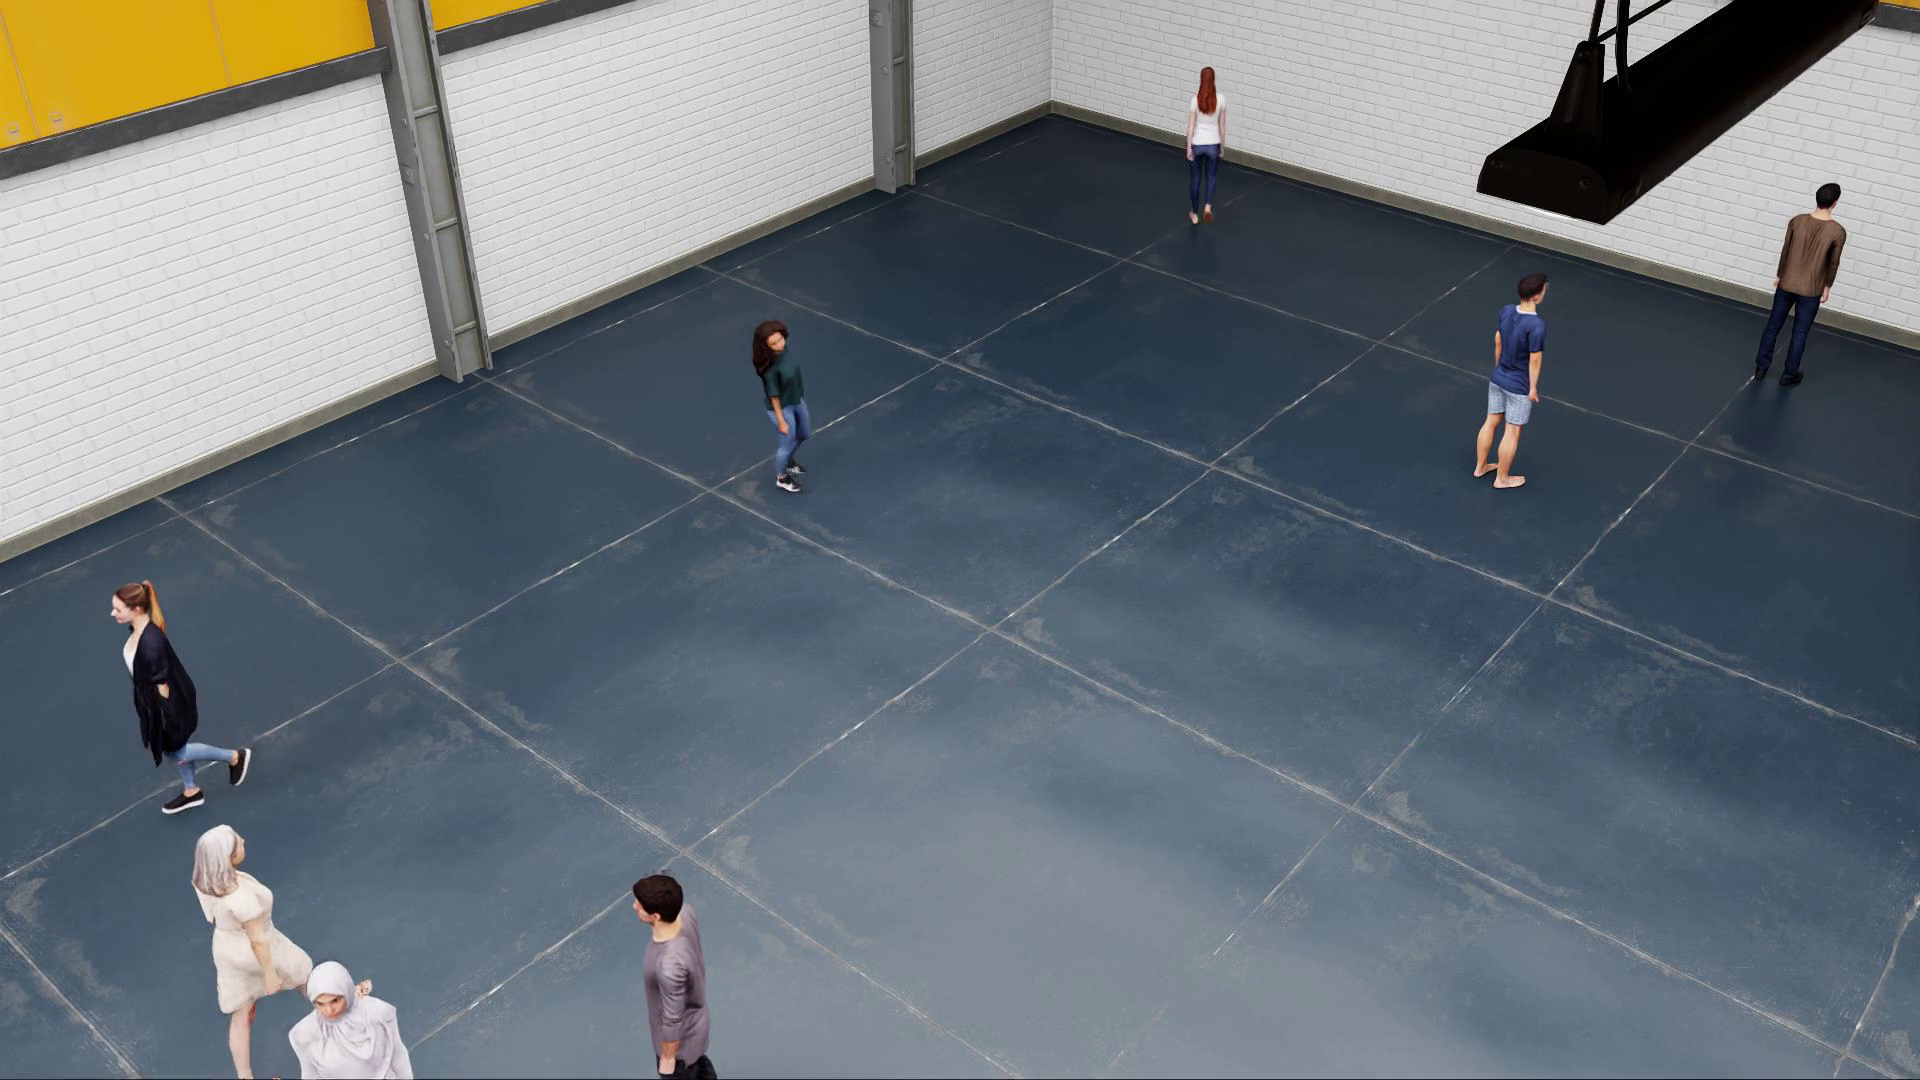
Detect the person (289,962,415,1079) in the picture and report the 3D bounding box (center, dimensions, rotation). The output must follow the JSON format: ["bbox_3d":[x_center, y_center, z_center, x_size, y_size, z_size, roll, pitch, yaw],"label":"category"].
[{"bbox_3d":[-2.731,2.590,7.655,0.641,1.775,0.760,-11,35,-17],"label":"person"}]

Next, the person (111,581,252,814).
[{"bbox_3d":[-4.780,0.959,10.200,0.888,1.675,0.756,-22,39,-29],"label":"person"}]

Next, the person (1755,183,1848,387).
[{"bbox_3d":[7.535,-2.293,14.900,0.646,1.887,0.544,26,42,34],"label":"person"}]

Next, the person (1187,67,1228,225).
[{"bbox_3d":[2.645,-4.189,17.899,0.812,1.726,0.881,-1,34,-1],"label":"person"}]

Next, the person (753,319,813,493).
[{"bbox_3d":[-1.415,-1.070,13.333,0.825,1.585,0.680,3,34,5],"label":"person"}]

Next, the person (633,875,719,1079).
[{"bbox_3d":[-1.331,2.311,8.007,0.787,1.850,0.720,-3,34,-4],"label":"person"}]

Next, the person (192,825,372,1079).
[{"bbox_3d":[-3.621,2.181,8.345,0.745,1.694,1.149,17,37,24],"label":"person"}]

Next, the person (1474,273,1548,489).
[{"bbox_3d":[4.464,-1.289,13.423,0.679,1.850,0.692,-17,37,-24],"label":"person"}]
